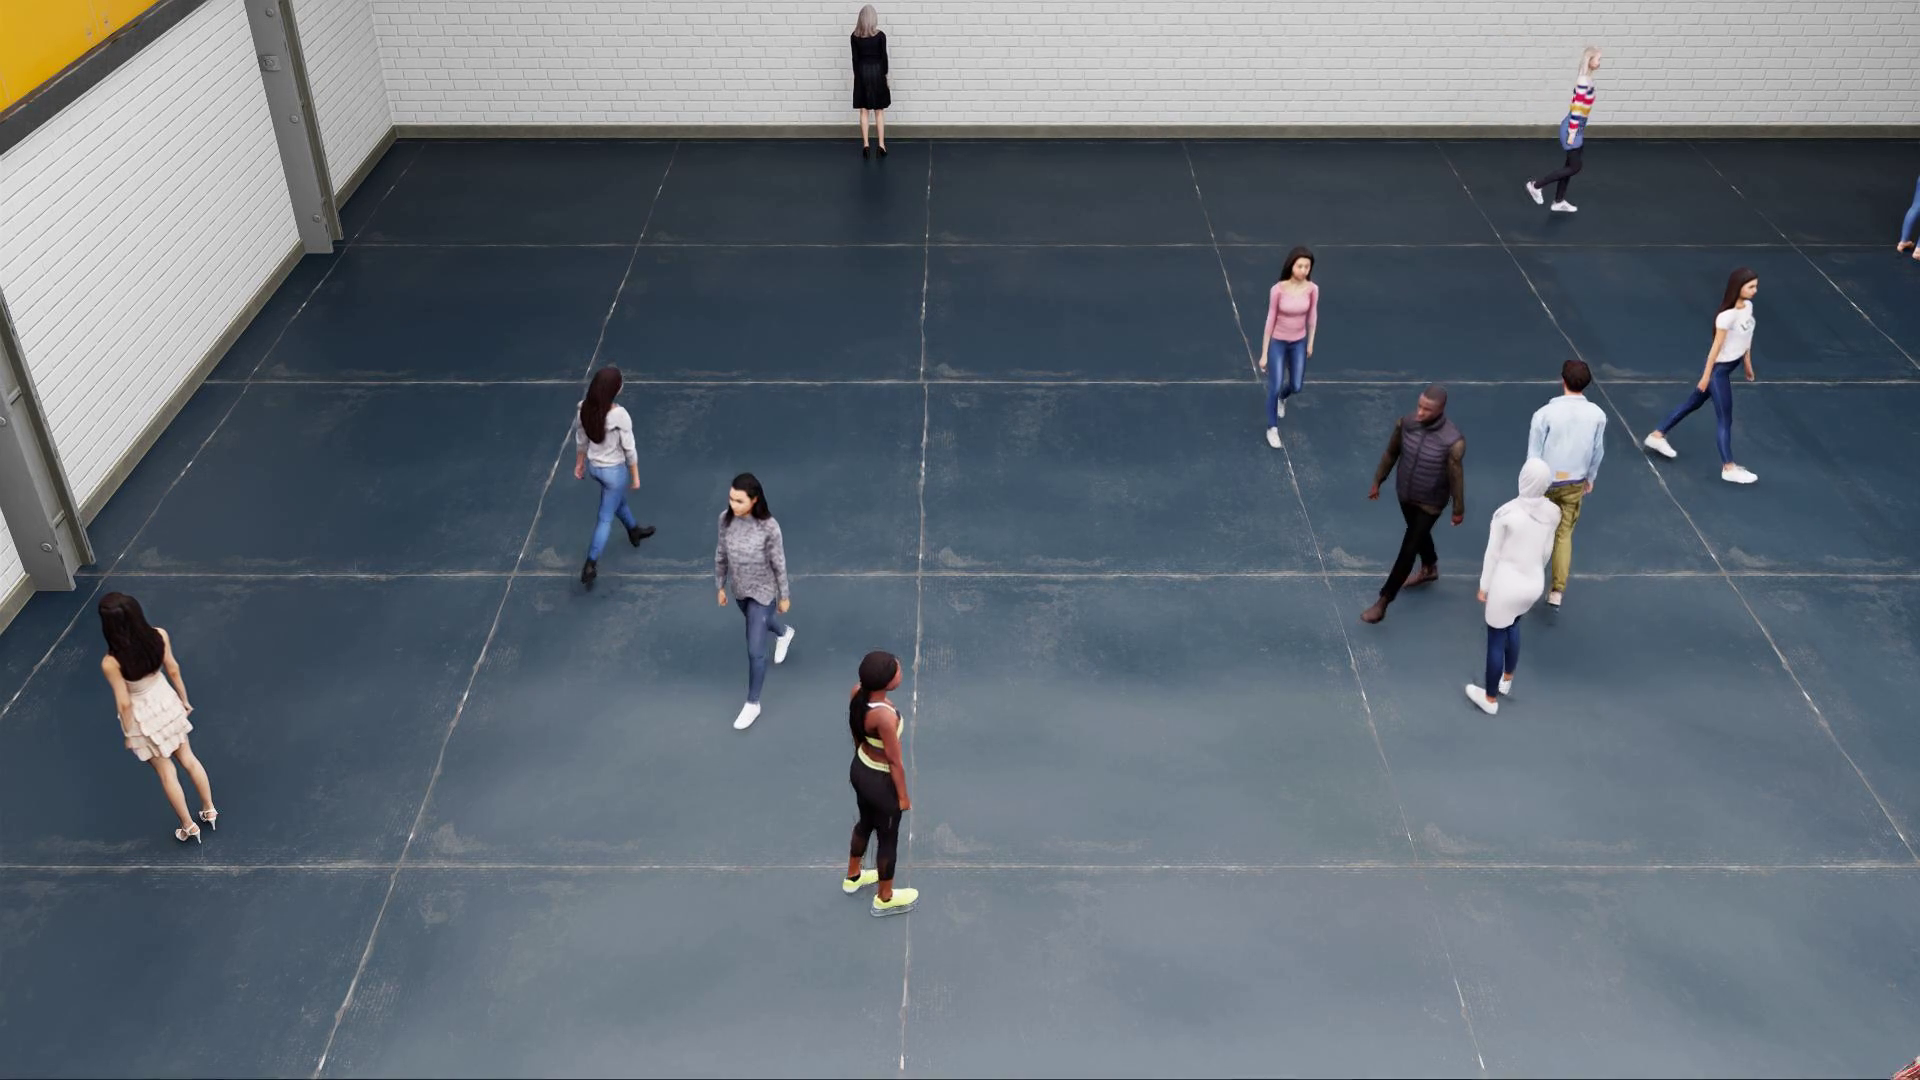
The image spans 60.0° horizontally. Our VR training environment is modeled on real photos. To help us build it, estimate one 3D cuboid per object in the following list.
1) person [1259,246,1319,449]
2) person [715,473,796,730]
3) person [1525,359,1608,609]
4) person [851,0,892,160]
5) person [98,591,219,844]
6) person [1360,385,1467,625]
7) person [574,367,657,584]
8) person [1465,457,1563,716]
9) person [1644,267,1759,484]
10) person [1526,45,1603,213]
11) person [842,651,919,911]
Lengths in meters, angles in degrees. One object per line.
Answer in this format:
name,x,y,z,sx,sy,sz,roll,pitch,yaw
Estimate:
person,2.644,-1.624,13.536,0.620,1.729,0.748,0,34,-1
person,-1.278,0.285,10.696,0.961,1.695,1.256,14,36,20
person,4.183,-0.353,11.593,0.745,1.764,1.217,3,34,5
person,-1.014,-5.212,18.919,0.605,1.747,0.575,2,34,4
person,-4.604,1.033,9.534,0.728,1.734,0.624,18,38,25
person,3.241,-0.299,11.495,1.272,1.783,1.280,-21,39,-28
person,-2.568,-0.435,11.872,1.027,1.591,1.182,16,37,23
person,3.539,0.330,10.567,0.664,1.762,0.680,-8,35,-12
person,5.883,-1.335,13.101,1.113,1.729,1.135,24,41,32
person,6.395,-4.343,17.566,0.886,1.797,0.856,14,36,20
person,-0.478,1.326,9.078,0.760,1.752,0.679,-21,39,-28
